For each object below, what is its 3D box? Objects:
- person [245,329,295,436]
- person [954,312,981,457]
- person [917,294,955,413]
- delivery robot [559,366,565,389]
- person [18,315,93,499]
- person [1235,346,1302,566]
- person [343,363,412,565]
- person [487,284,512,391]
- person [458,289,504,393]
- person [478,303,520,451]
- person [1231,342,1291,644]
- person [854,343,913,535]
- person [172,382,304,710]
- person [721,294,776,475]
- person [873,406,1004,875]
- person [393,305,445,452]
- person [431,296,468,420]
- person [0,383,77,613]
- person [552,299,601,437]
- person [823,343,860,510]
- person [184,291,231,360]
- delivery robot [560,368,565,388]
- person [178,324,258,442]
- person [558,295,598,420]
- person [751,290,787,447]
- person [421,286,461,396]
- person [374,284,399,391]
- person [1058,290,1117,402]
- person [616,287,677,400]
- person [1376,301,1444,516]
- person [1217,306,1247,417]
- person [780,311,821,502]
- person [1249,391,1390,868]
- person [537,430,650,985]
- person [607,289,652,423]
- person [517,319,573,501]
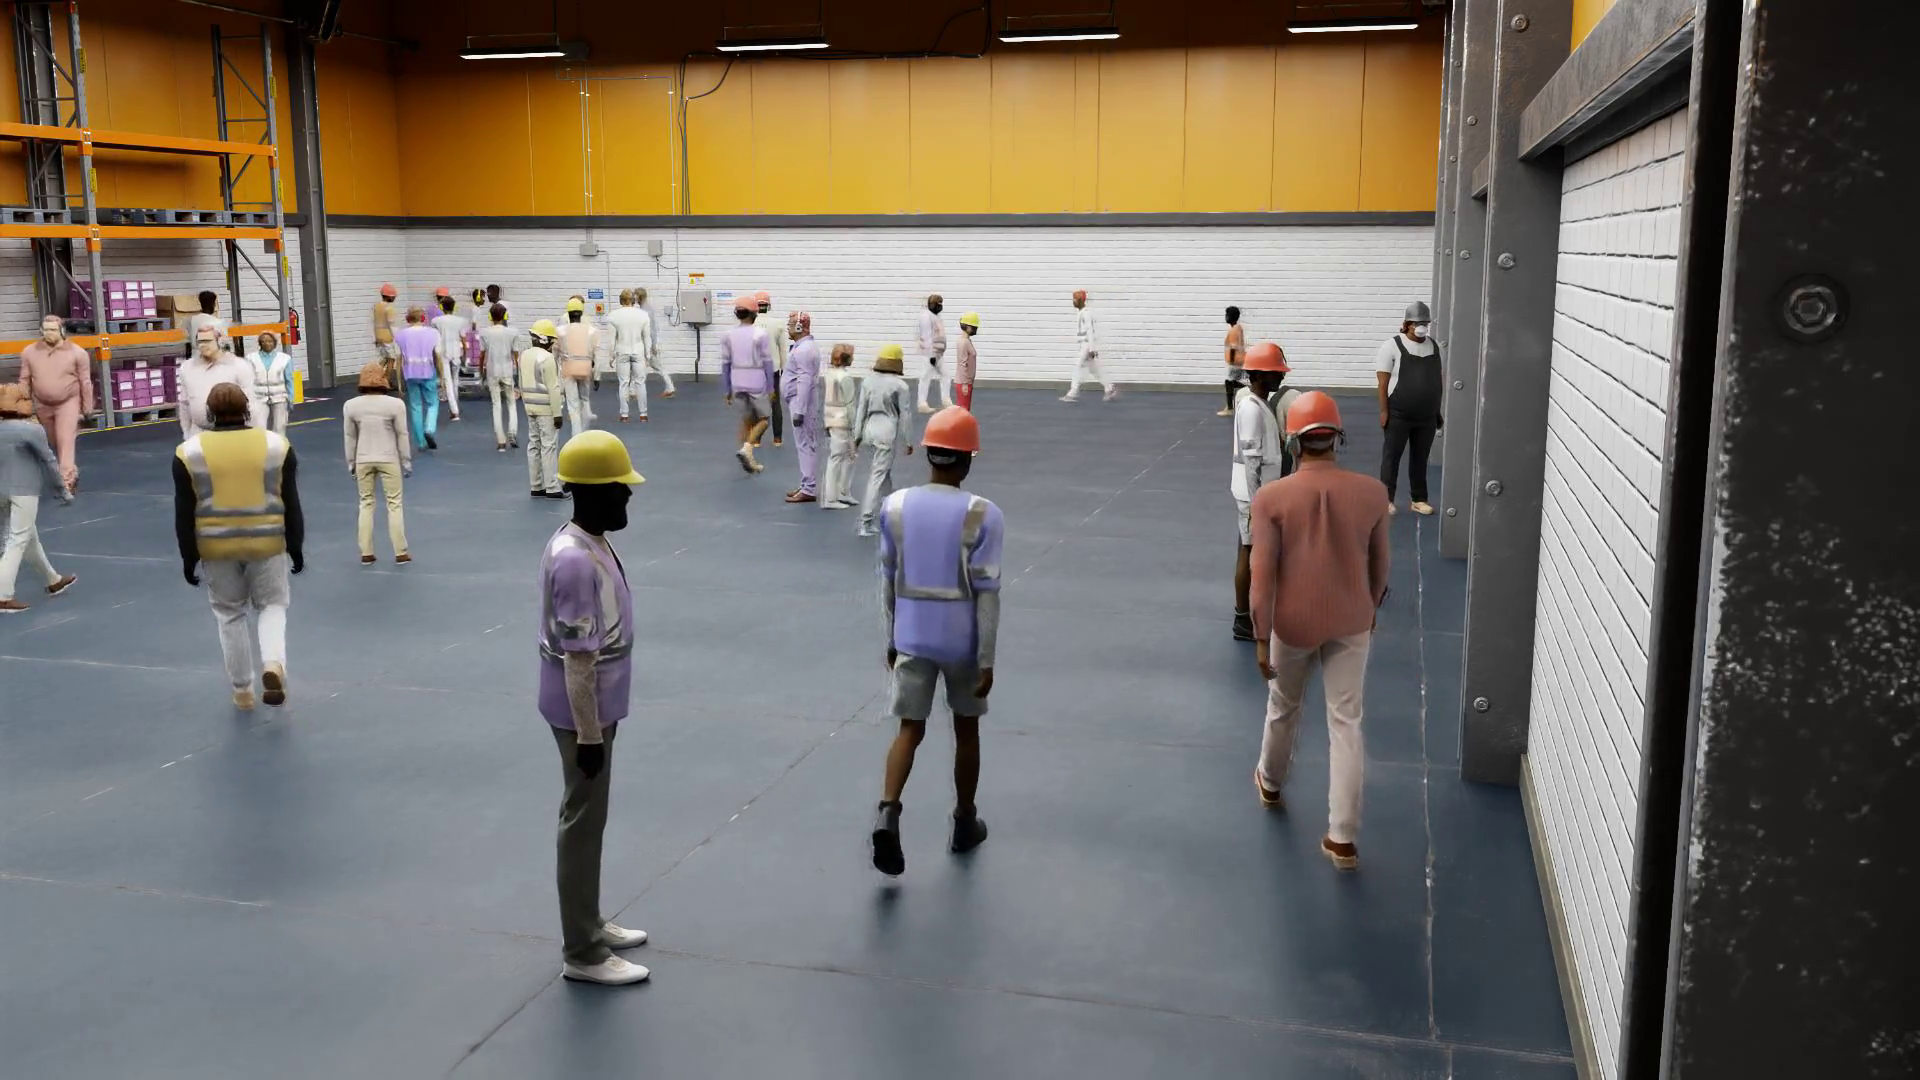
[{"bbox_3d":[-7.701,-1.533,18.570,0.527,1.622,0.475,-3,10,-16],"label":"person"},{"bbox_3d":[0.096,-1.897,20.295,0.332,1.758,0.533,1,10,6],"label":"person"},{"bbox_3d":[-0.315,-2.846,25.489,0.771,1.814,0.663,4,11,19],"label":"person"},{"bbox_3d":[-6.798,-2.812,28.613,0.707,0.478,0.477,-3,10,-15],"label":"delivery robot"},{"bbox_3d":[-9.304,-1.394,17.168,0.641,1.863,0.978,-1,10,-7],"label":"person"},{"bbox_3d":[2.255,-0.505,12.190,0.505,1.842,0.332,3,10,17],"label":"person"},{"bbox_3d":[-4.674,-0.607,13.373,0.511,1.627,0.285,0,10,-2],"label":"person"},{"bbox_3d":[-8.051,-3.545,29.284,0.468,1.874,0.612,-4,11,-19],"label":"person"},{"bbox_3d":[-8.382,-3.463,29.025,1.016,1.805,0.530,-4,11,-23],"label":"person"},{"bbox_3d":[-5.781,-2.041,20.872,0.521,1.847,0.525,-3,10,-15],"label":"person"},{"bbox_3d":[1.941,-0.309,10.791,0.357,1.938,0.542,2,10,12],"label":"person"},{"bbox_3d":[-0.639,-0.915,14.899,0.498,1.684,0.917,7,12,34],"label":"person"},{"bbox_3d":[-3.908,0.055,9.042,0.643,1.826,0.545,-5,11,-26],"label":"person"},{"bbox_3d":[-2.363,-1.711,18.477,0.643,2.029,0.563,4,11,21],"label":"person"},{"bbox_3d":[-0.099,0.418,6.767,0.544,1.913,0.775,3,10,16],"label":"person"},{"bbox_3d":[-6.690,-1.994,20.600,0.578,1.831,0.439,-2,10,-13],"label":"person"},{"bbox_3d":[-7.592,-2.696,24.651,0.538,1.820,0.972,-6,11,-29],"label":"person"},{"bbox_3d":[-6.628,-0.314,11.810,0.515,1.590,0.870,3,10,16],"label":"person"},{"bbox_3d":[-4.899,-2.109,21.135,0.606,1.886,0.954,-5,11,-25],"label":"person"},{"bbox_3d":[-1.099,-1.100,16.151,0.556,1.615,0.535,-4,11,-22],"label":"person"},{"bbox_3d":[-10.252,-2.433,22.775,0.645,1.945,0.504,2,10,9],"label":"person"},{"bbox_3d":[-6.841,-2.725,28.121,0.707,0.478,0.477,1,10,3],"label":"delivery robot"},{"bbox_3d":[-6.512,-0.964,14.657,0.651,1.885,0.663,0,10,0],"label":"person"},{"bbox_3d":[-5.601,-2.678,24.480,0.429,1.844,0.627,6,12,30],"label":"person"},{"bbox_3d":[-2.518,-2.185,21.253,0.617,1.993,0.396,-3,11,-19],"label":"person"},{"bbox_3d":[-9.085,-3.408,28.521,0.877,1.893,0.564,-5,11,-25],"label":"person"},{"bbox_3d":[-10.073,-3.528,29.159,0.599,1.897,0.511,8,13,37],"label":"person"},{"bbox_3d":[2.146,-3.182,27.366,0.964,1.843,0.629,0,10,-2],"label":"person"},{"bbox_3d":[-5.212,-3.270,27.727,0.991,1.889,0.618,-2,10,-10],"label":"person"},{"bbox_3d":[4.316,-1.246,15.803,0.672,2.000,0.536,-2,10,-12],"label":"person"},{"bbox_3d":[4.173,-2.662,24.826,0.592,1.679,0.550,4,11,23],"label":"person"},{"bbox_3d":[-1.601,-1.334,16.686,0.409,1.908,0.647,0,10,-2],"label":"person"},{"bbox_3d":[1.533,0.336,7.135,0.622,1.931,1.045,0,10,3],"label":"person"},{"bbox_3d":[-1.274,0.574,5.822,0.388,1.927,0.589,-2,10,-9],"label":"person"},{"bbox_3d":[-4.783,-2.657,24.100,0.627,1.935,0.371,-2,10,-12],"label":"person"},{"bbox_3d":[-4.178,-1.301,16.740,0.588,1.822,0.403,9,14,43],"label":"person"}]
